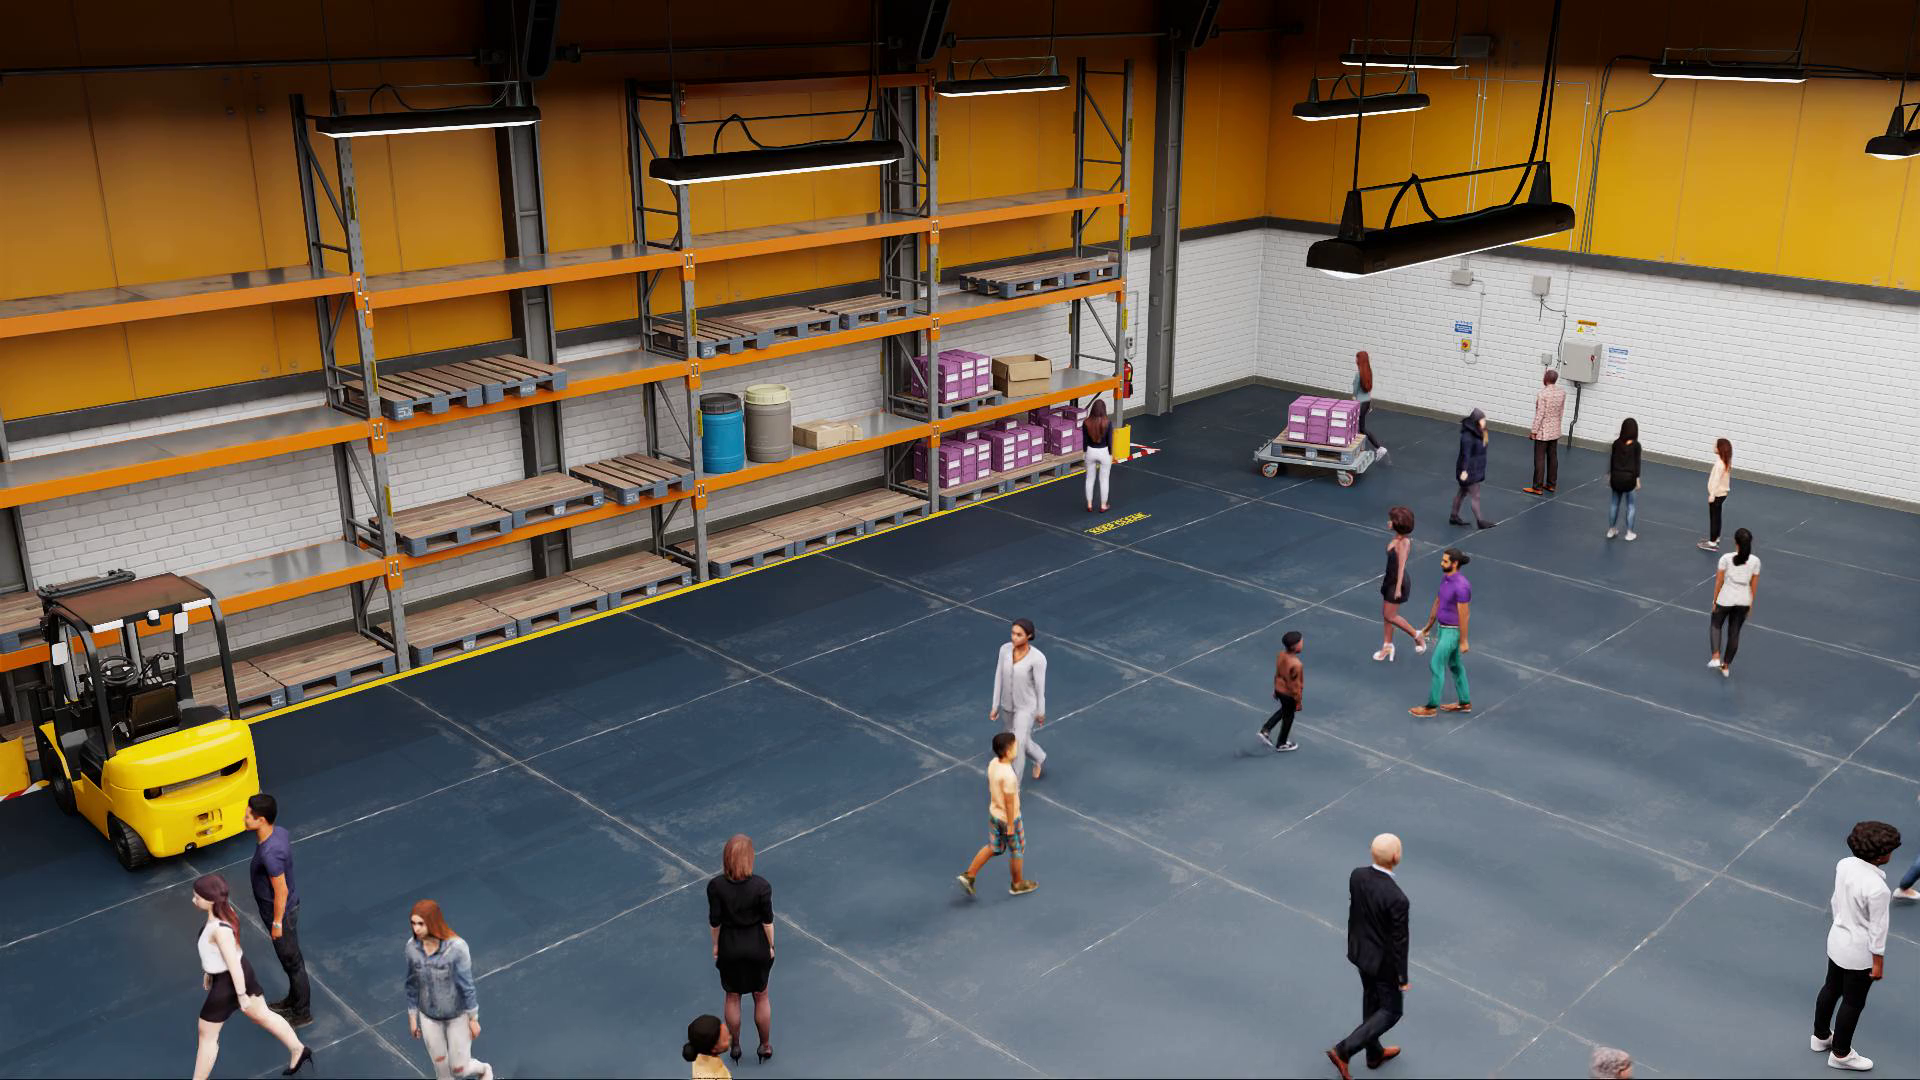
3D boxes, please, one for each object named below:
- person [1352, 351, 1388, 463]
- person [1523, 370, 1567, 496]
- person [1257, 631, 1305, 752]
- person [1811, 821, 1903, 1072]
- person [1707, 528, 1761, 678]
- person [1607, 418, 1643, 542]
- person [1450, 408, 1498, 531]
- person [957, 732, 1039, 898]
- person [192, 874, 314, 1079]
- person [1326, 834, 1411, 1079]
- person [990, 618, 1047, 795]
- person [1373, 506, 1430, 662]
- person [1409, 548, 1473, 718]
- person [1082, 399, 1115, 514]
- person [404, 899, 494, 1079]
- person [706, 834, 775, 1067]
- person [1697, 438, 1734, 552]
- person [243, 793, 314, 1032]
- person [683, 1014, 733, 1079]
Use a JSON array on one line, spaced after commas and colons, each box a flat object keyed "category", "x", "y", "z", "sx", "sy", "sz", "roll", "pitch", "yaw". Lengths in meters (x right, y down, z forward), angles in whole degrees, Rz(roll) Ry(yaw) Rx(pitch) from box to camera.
[{"category": "person", "x": 6.211, "y": -2.004, "z": 25.458, "sx": 1.044, "sy": 1.714, "sz": 0.659, "roll": -17, "pitch": 25, "yaw": -41}, {"category": "person", "x": 8.473, "y": -1.566, "z": 24.010, "sx": 0.643, "sy": 1.807, "sz": 0.820, "roll": -9, "pitch": 21, "yaw": -26}, {"category": "person", "x": 3.071, "y": 1.464, "z": 15.898, "sx": 0.748, "sy": 1.243, "sz": 0.669, "roll": -6, "pitch": 20, "yaw": -18}, {"category": "person", "x": 6.067, "y": 2.724, "z": 11.268, "sx": 0.771, "sy": 1.810, "sz": 0.730, "roll": -2, "pitch": 19, "yaw": -5}, {"category": "person", "x": 8.197, "y": 0.690, "z": 17.581, "sx": 0.670, "sy": 1.635, "sz": 0.715, "roll": 6, "pitch": 19, "yaw": 16}, {"category": "person", "x": 8.769, "y": -0.805, "z": 22.014, "sx": 0.559, "sy": 1.639, "sz": 0.606, "roll": -17, "pitch": 25, "yaw": -41}, {"category": "person", "x": 6.813, "y": -0.967, "z": 22.469, "sx": 0.858, "sy": 1.655, "sz": 0.900, "roll": 11, "pitch": 21, "yaw": 29}, {"category": "person", "x": 0.293, "y": 2.225, "z": 13.326, "sx": 0.967, "sy": 1.442, "sz": 0.705, "roll": -9, "pitch": 21, "yaw": -26}, {"category": "person", "x": -4.710, "y": 2.935, "z": 10.973, "sx": 1.158, "sy": 1.597, "sz": 0.822, "roll": -9, "pitch": 20, "yaw": -24}, {"category": "person", "x": 2.735, "y": 2.803, "z": 11.066, "sx": 1.055, "sy": 1.789, "sz": 0.878, "roll": -9, "pitch": 21, "yaw": -26}, {"category": "person", "x": 0.585, "y": 1.498, "z": 15.077, "sx": 0.713, "sy": 1.703, "sz": 1.151, "roll": 14, "pitch": 23, "yaw": 36}, {"category": "person", "x": 4.786, "y": 0.499, "z": 17.927, "sx": 0.886, "sy": 1.776, "sz": 0.832, "roll": 1, "pitch": 19, "yaw": 1}, {"category": "person", "x": 5.033, "y": 0.934, "z": 16.692, "sx": 1.032, "sy": 1.740, "sz": 0.970, "roll": -1, "pitch": 19, "yaw": -3}, {"category": "person", "x": 1.929, "y": -1.176, "z": 23.173, "sx": 0.675, "sy": 1.603, "sz": 0.682, "roll": 5, "pitch": 19, "yaw": 15}, {"category": "person", "x": -3.244, "y": 2.997, "z": 10.648, "sx": 0.840, "sy": 1.688, "sz": 0.918, "roll": 4, "pitch": 19, "yaw": 11}, {"category": "person", "x": -1.468, "y": 2.779, "z": 11.270, "sx": 0.651, "sy": 1.704, "sz": 0.709, "roll": 0, "pitch": 19, "yaw": 0}, {"category": "person", "x": 9.879, "y": -0.606, "z": 21.667, "sx": 0.661, "sy": 1.484, "sz": 0.510, "roll": 11, "pitch": 21, "yaw": 29}, {"category": "person", "x": -4.778, "y": 2.589, "z": 11.693, "sx": 0.647, "sy": 1.793, "sz": 0.701, "roll": -9, "pitch": 21, "yaw": -25}, {"category": "person", "x": -1.478, "y": 3.452, "z": 9.427, "sx": 1.115, "sy": 1.605, "sz": 0.934, "roll": -4, "pitch": 19, "yaw": -13}]
